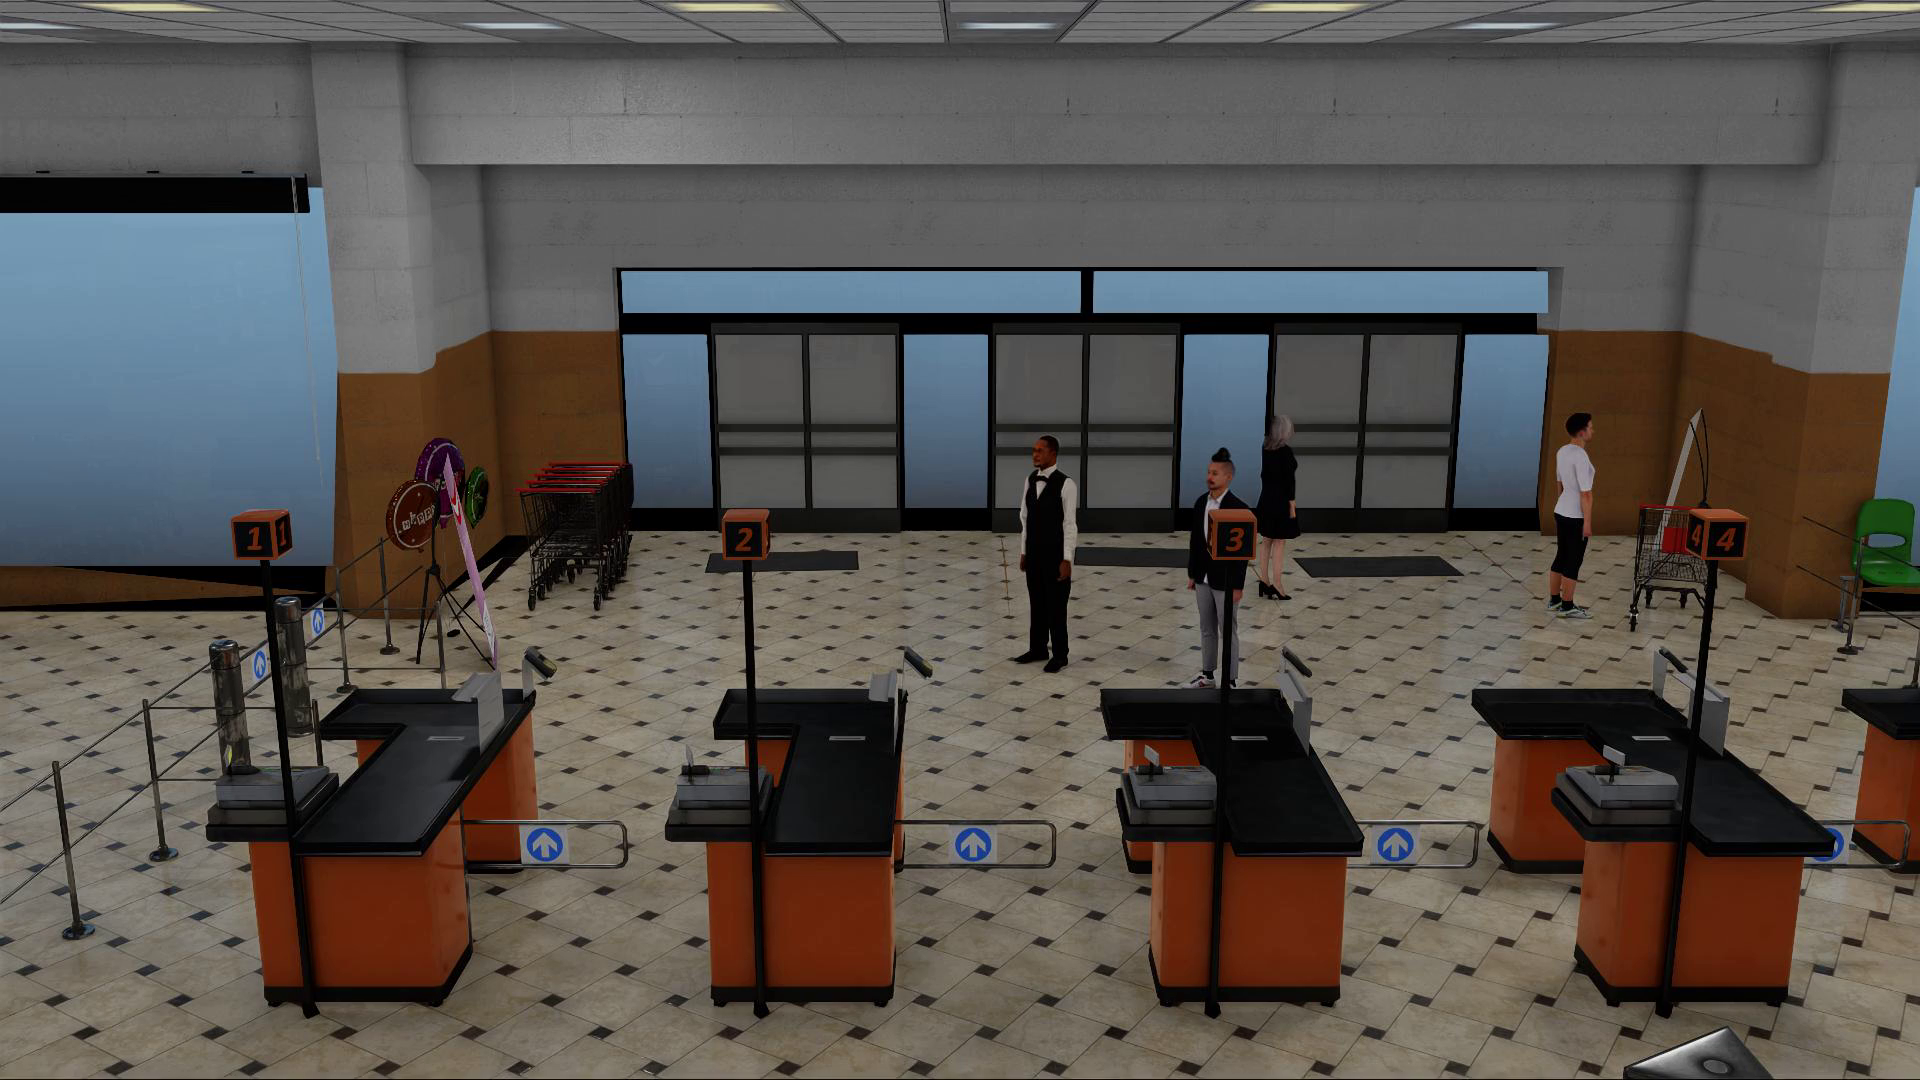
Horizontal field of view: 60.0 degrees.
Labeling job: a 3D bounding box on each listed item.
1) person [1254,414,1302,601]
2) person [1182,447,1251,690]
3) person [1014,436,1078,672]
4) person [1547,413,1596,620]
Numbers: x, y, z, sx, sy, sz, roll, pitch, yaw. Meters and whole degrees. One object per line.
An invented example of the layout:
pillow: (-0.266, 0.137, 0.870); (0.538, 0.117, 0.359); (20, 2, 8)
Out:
person: (2.970, -0.317, 15.543); (0.753, 1.747, 0.645); (-7, 15, -25)
person: (1.995, 0.253, 12.763); (0.857, 1.950, 0.757); (-10, 17, -36)
person: (0.719, 0.096, 13.480); (0.770, 1.917, 0.828); (13, 19, 43)
person: (5.510, -0.232, 14.968); (0.744, 1.852, 0.535); (-2, 14, -6)
